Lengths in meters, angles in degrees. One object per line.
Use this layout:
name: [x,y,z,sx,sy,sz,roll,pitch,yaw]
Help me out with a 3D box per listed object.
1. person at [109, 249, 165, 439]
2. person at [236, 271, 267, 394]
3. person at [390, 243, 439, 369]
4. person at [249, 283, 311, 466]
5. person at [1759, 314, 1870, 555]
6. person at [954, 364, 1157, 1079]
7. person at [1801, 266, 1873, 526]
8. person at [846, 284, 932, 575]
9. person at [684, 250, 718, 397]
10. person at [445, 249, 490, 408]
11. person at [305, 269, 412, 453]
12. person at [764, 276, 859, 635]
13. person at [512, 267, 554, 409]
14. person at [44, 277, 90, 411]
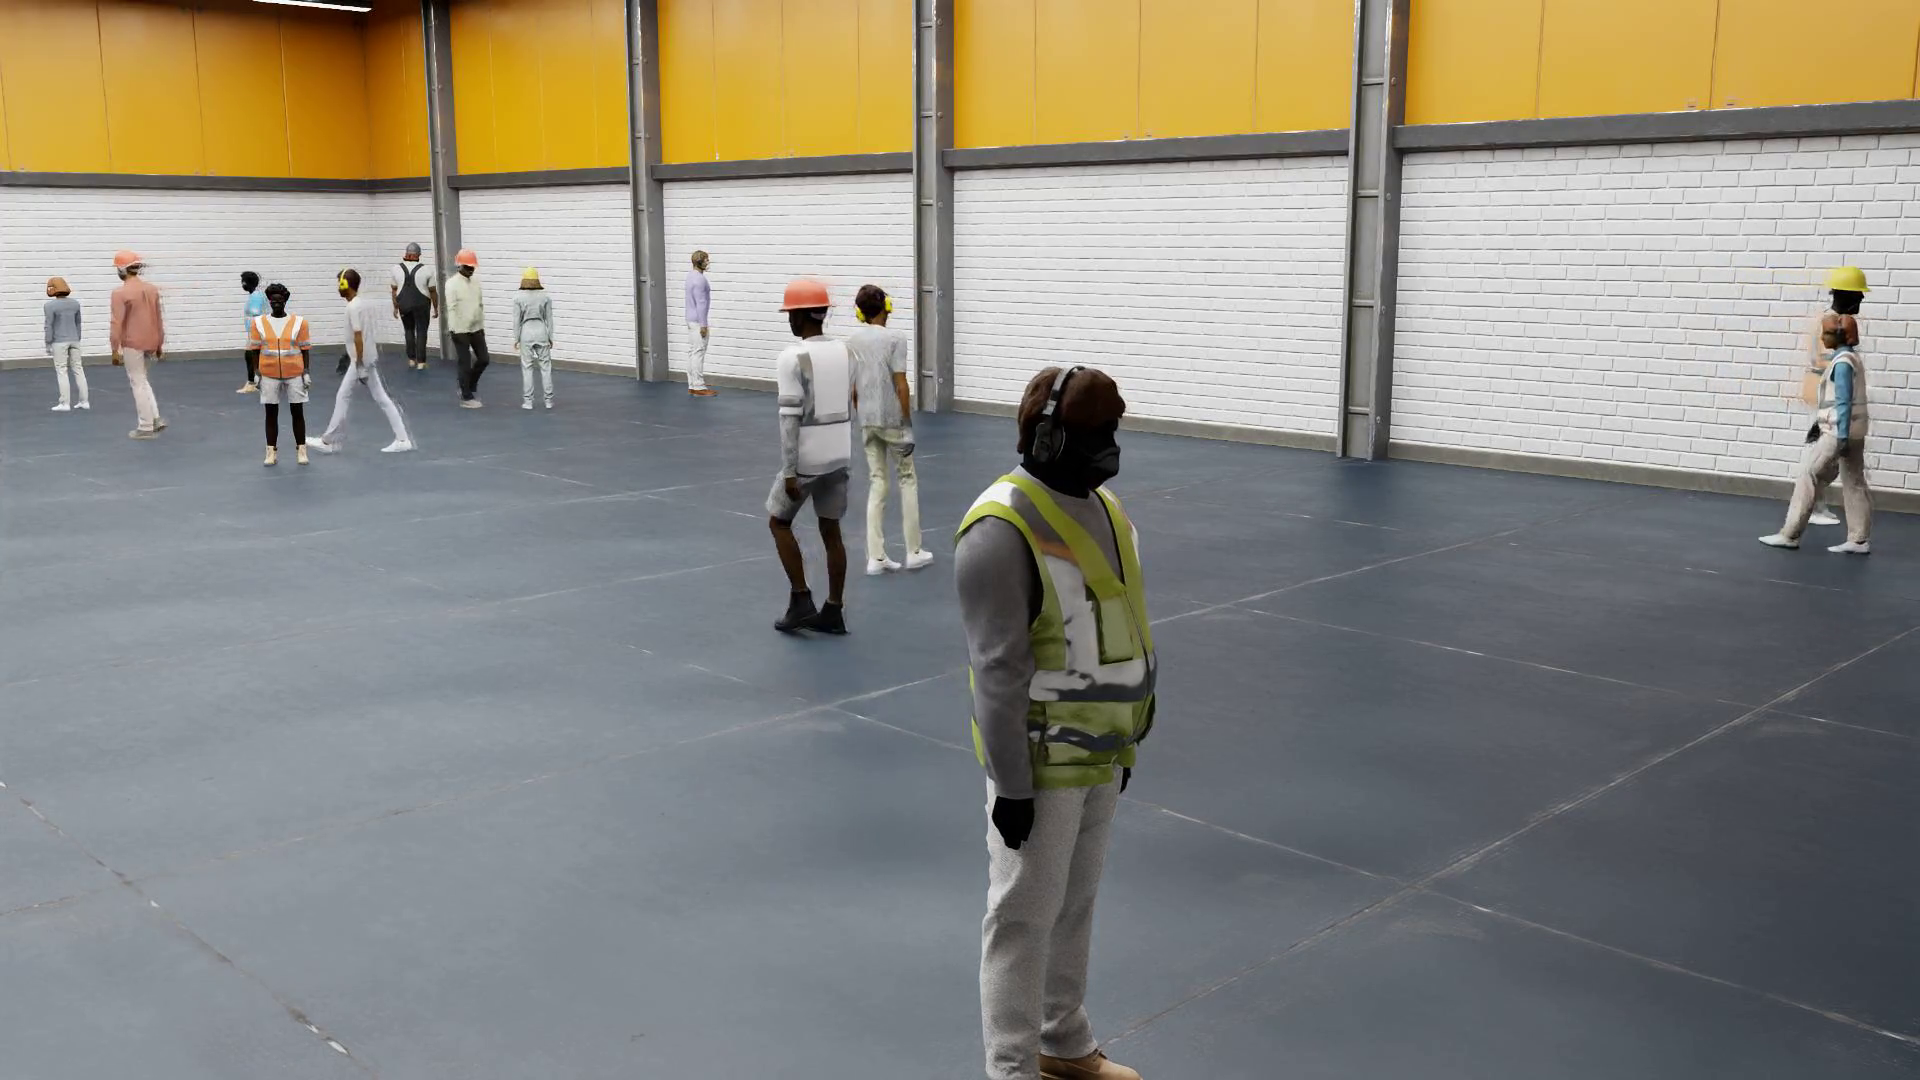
person: [-8.647,-2.041,17.421,0.456,1.981,0.643,3,11,14]
person: [-9.387,-2.803,22.458,0.777,1.664,0.529,-6,12,-31]
person: [-8.749,-3.795,26.837,0.697,2.000,0.813,0,10,-2]
person: [-6.291,-1.530,15.433,0.532,1.695,0.319,-3,11,-18]
person: [5.800,-0.708,11.183,0.766,1.605,0.508,8,13,37]
person: [0.245,0.508,3.925,0.429,1.842,0.626,6,12,28]
person: [6.415,-1.046,12.204,0.436,1.906,0.607,5,12,27]
person: [-0.465,-0.708,10.603,0.603,1.815,0.651,6,12,29]
person: [-3.466,-2.869,22.069,0.374,1.939,0.629,-4,11,-20]
person: [-6.035,-2.589,20.465,0.471,1.963,0.639,6,12,29]
person: [-5.911,-1.738,16.279,1.047,1.799,0.498,-1,10,-3]
person: [-0.801,-0.438,8.881,0.547,1.921,0.497,-10,14,-43]
person: [-5.272,-2.496,20.566,0.492,1.742,0.319,-4,11,-23]
person: [-10.945,-2.392,20.322,0.270,1.630,0.496,4,11,23]
